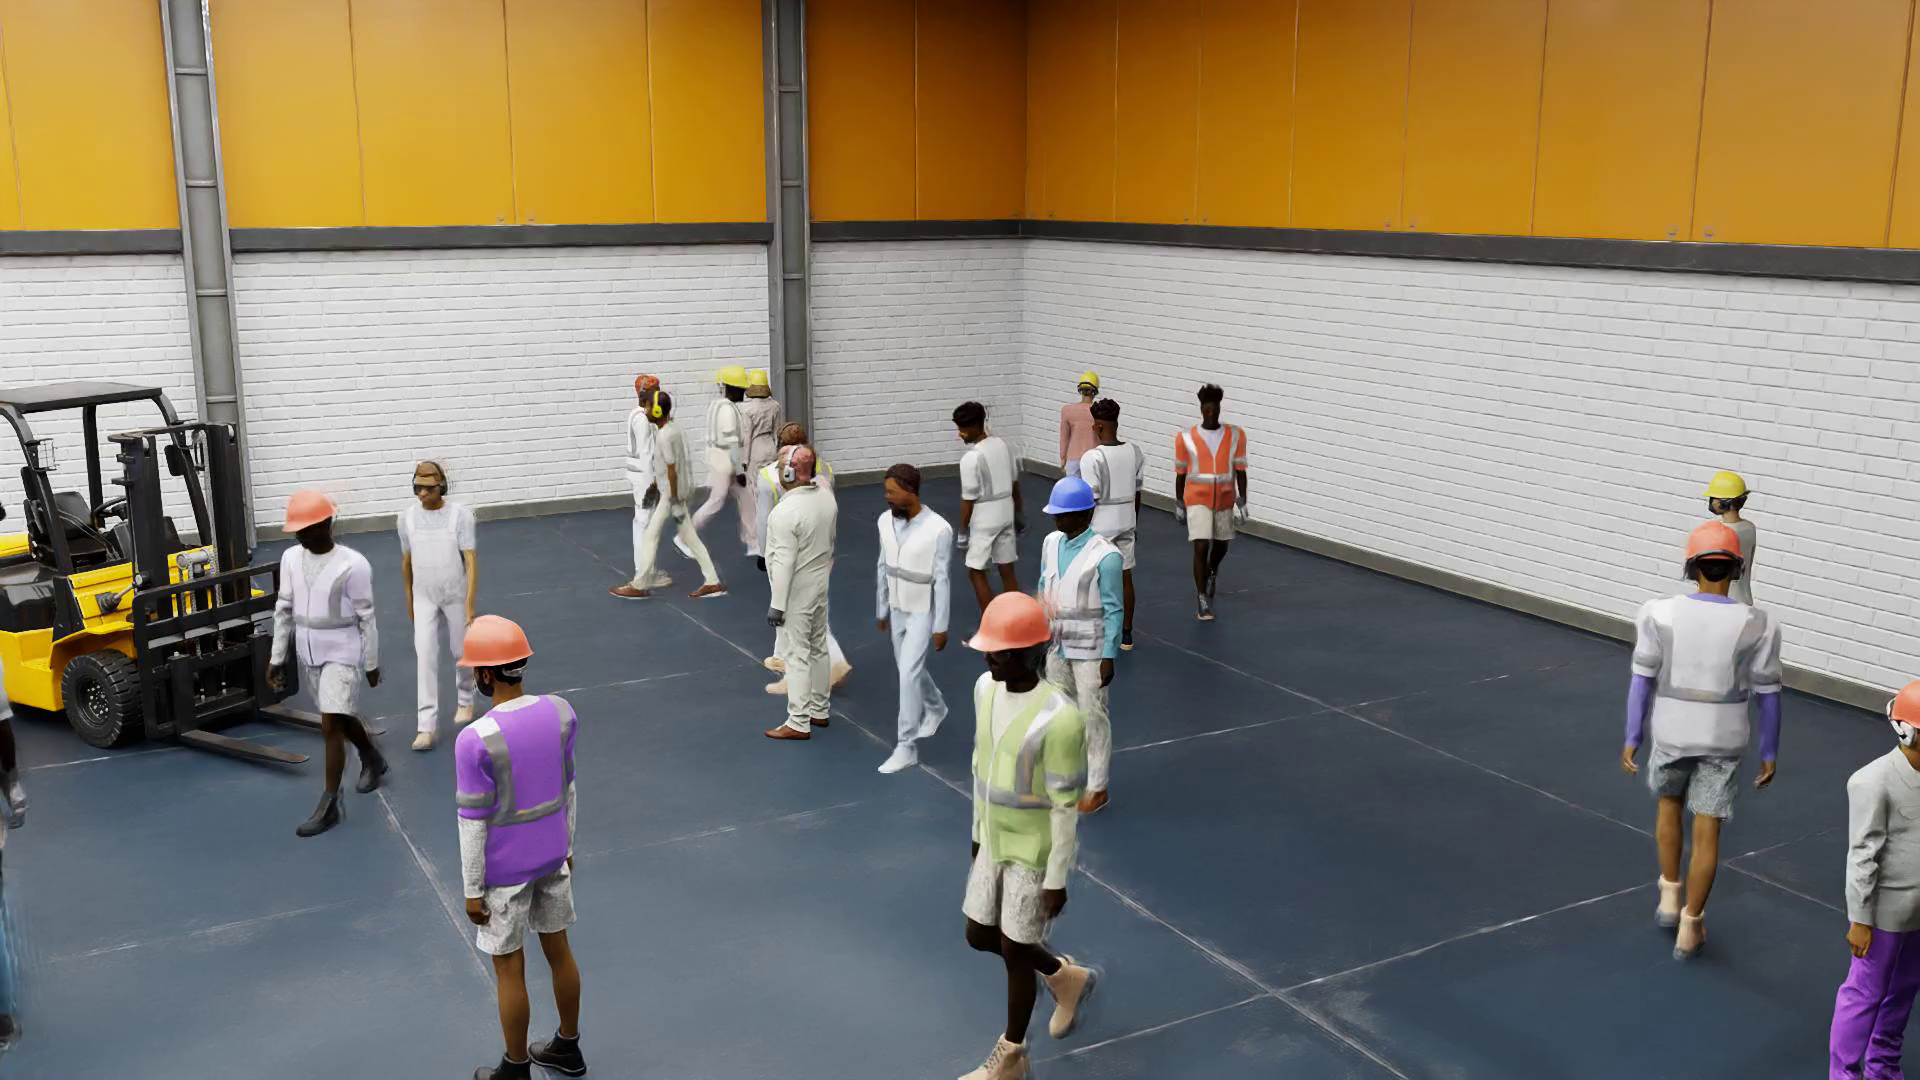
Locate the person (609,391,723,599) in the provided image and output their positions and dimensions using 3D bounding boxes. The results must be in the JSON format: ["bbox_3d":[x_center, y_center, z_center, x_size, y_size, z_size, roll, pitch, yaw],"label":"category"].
[{"bbox_3d":[-2.510,-0.376,14.265,0.975,1.816,0.495,1,12,3],"label":"person"}]

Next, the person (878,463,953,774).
[{"bbox_3d":[-0.268,0.435,10.348,0.625,1.866,0.877,11,16,42],"label":"person"}]

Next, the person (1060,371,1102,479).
[{"bbox_3d":[1.233,-0.771,16.252,0.532,1.756,0.344,3,13,16],"label":"person"}]

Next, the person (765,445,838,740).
[{"bbox_3d":[-1.048,0.333,10.711,0.411,1.911,0.643,5,13,23],"label":"person"}]

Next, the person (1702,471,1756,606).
[{"bbox_3d":[4.852,0.433,10.602,0.526,1.762,0.347,-9,15,-37],"label":"person"}]

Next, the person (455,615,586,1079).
[{"bbox_3d":[-1.730,1.232,6.462,0.389,1.927,0.547,9,15,35],"label":"person"}]

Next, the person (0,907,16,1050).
[{"bbox_3d":[-3.323,1.618,5.374,0.411,1.624,0.520,4,13,17],"label":"person"}]

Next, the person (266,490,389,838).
[{"bbox_3d":[-3.540,0.627,9.411,0.557,1.897,0.915,5,13,21],"label":"person"}]

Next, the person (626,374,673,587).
[{"bbox_3d":[-2.789,-0.532,14.823,0.358,1.885,0.572,-3,12,-14],"label":"person"}]

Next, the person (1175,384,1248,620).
[{"bbox_3d":[2.079,-0.356,13.881,0.606,1.940,0.855,-1,12,-4],"label":"person"}]

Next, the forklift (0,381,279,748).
[{"bbox_3d":[-5.853,0.085,11.199,2.313,2.155,1.214,7,14,28],"label":"forklift"}]

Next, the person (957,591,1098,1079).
[{"bbox_3d":[0.271,1.172,6.494,0.633,2.030,0.629,-8,14,-33],"label":"person"}]

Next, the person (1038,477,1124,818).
[{"bbox_3d":[0.650,0.595,9.397,0.406,1.942,0.614,-10,16,-39],"label":"person"}]

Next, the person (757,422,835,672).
[{"bbox_3d":[-1.224,0.050,12.201,0.625,1.844,0.429,-9,15,-35],"label":"person"}]

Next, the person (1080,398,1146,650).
[{"bbox_3d":[1.121,-0.098,12.615,0.603,1.958,0.381,-9,15,-36],"label":"person"}]

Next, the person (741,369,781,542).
[{"bbox_3d":[-1.995,-0.836,16.578,0.289,1.746,0.487,10,16,40],"label":"person"}]

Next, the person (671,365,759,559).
[{"bbox_3d":[-2.276,-0.735,15.826,0.967,1.885,0.593,-1,12,-4],"label":"person"}]

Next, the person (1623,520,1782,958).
[{"bbox_3d":[3.475,0.905,7.771,0.642,2.013,0.708,7,14,29],"label":"person"}]

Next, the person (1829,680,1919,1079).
[{"bbox_3d":[3.547,1.363,6.251,0.572,1.751,0.329,-6,14,-28],"label":"person"}]

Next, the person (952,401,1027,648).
[{"bbox_3d":[0.265,-0.134,12.890,0.378,1.930,0.777,10,15,38],"label":"person"}]

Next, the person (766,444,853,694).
[{"bbox_3d":[-1.056,0.212,11.538,0.603,1.804,0.682,1,12,7],"label":"person"}]

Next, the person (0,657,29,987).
[{"bbox_3d":[-4.451,1.058,7.234,0.653,1.975,0.427,-3,12,-15],"label":"person"}]

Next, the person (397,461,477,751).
[{"bbox_3d":[-3.348,0.382,10.703,0.512,1.811,0.849,-1,12,-4],"label":"person"}]
